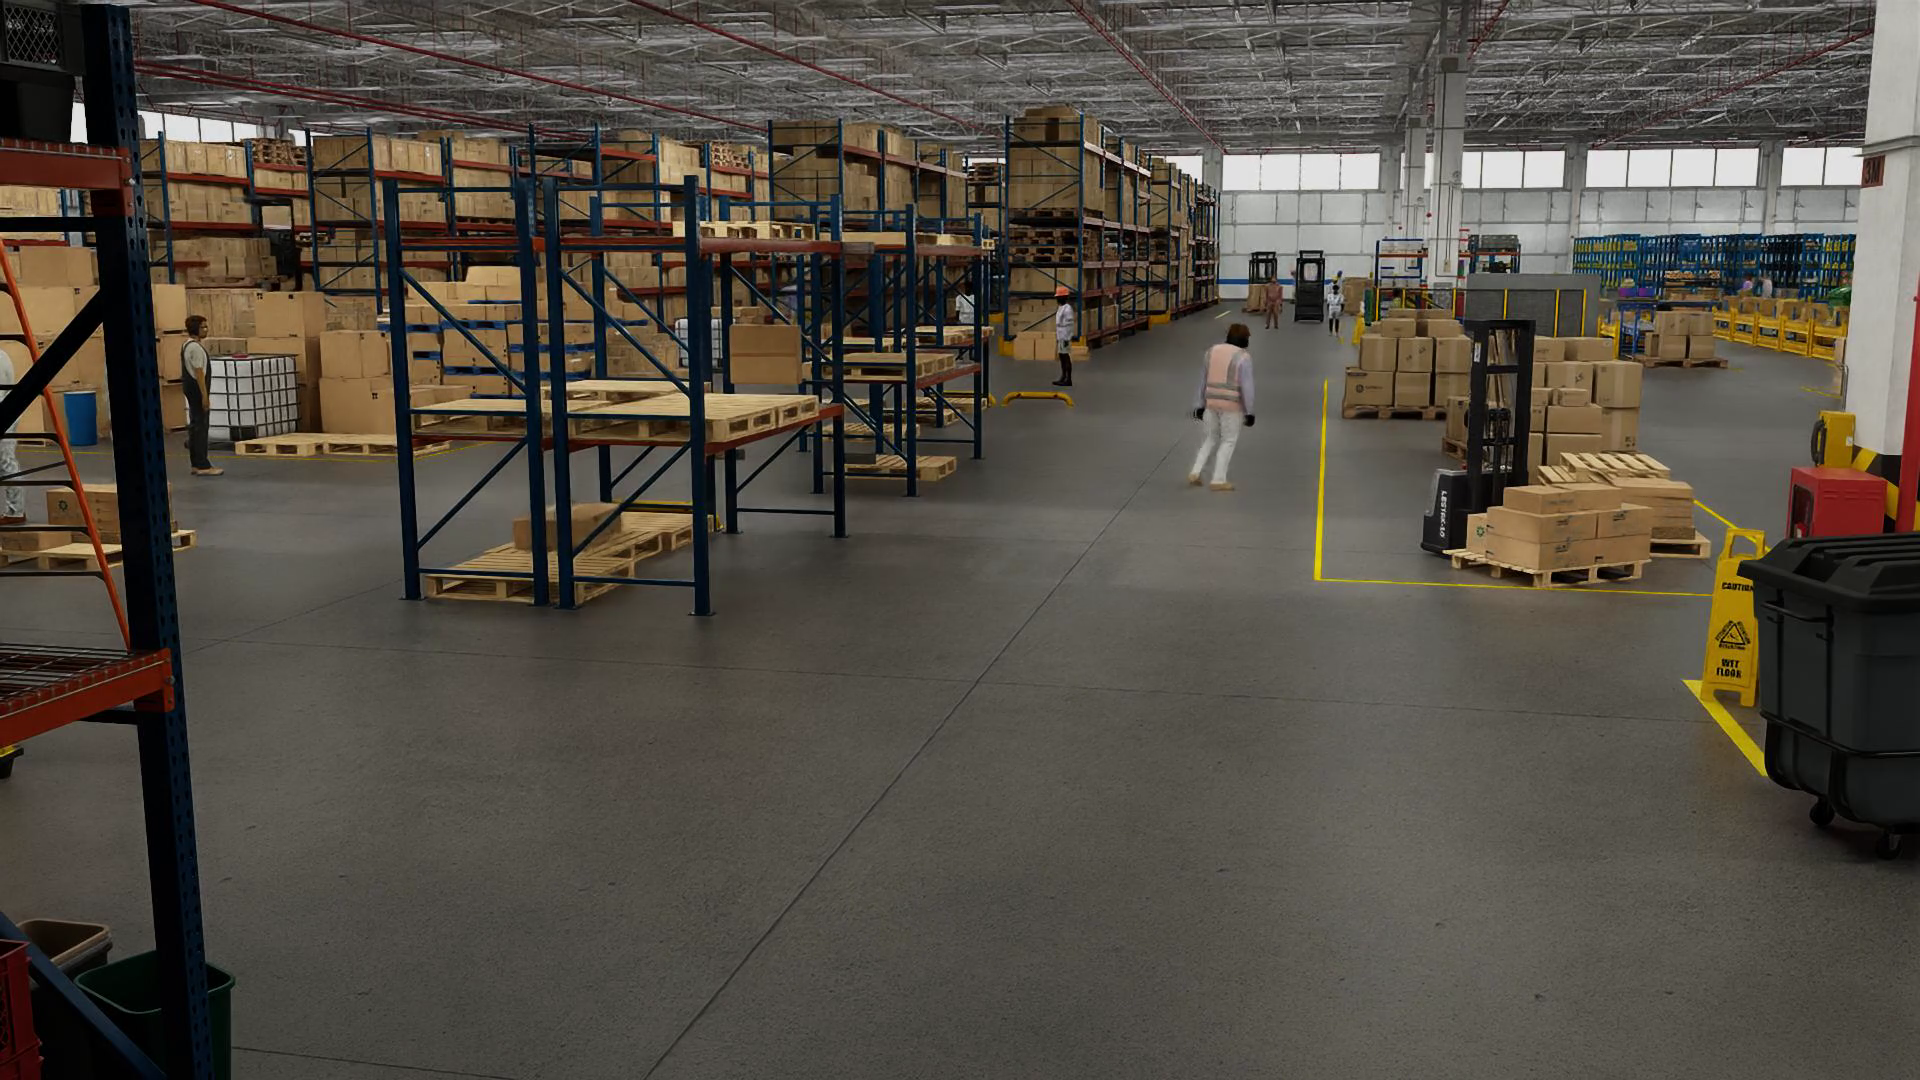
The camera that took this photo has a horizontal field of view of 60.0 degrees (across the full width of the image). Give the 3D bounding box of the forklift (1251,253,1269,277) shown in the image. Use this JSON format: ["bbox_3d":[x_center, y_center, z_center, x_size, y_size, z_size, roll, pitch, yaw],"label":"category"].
[{"bbox_3d":[16.102,-14.044,89.371,1.129,2.768,1.873,2,10,12],"label":"forklift"}]

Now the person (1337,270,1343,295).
[{"bbox_3d":[18.206,-11.993,80.025,0.637,1.938,0.413,-6,11,-30],"label":"person"}]

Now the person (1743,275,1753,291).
[{"bbox_3d":[33.589,-10.385,70.916,0.830,1.826,0.580,0,10,-1],"label":"person"}]

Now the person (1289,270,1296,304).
[{"bbox_3d":[18.715,-14.087,92.512,0.737,1.907,0.577,-1,10,-4],"label":"person"}]

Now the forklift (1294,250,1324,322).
[{"bbox_3d":[13.778,-10.002,65.433,1.129,2.768,1.873,2,10,12],"label":"forklift"}]

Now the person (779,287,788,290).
[{"bbox_3d":[-7.731,-10.796,73.445,0.538,1.753,0.514,4,10,23],"label":"person"}]

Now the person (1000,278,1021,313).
[{"bbox_3d":[1.652,-7.542,53.890,0.667,1.874,0.872,-1,10,-8],"label":"person"}]

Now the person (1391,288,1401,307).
[{"bbox_3d":[12.411,-6.338,47.326,0.375,1.659,0.589,4,10,21],"label":"person"}]

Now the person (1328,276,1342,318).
[{"bbox_3d":[15.783,-10.226,69.977,0.580,1.801,0.909,1,10,8],"label":"person"}]

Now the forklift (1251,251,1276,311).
[{"bbox_3d":[13.932,-11.786,76.001,1.129,2.768,1.873,2,10,12],"label":"forklift"}]

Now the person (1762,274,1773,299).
[{"bbox_3d":[34.480,-10.405,70.850,0.647,1.852,0.997,-9,13,-44],"label":"person"}]

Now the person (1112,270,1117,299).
[{"bbox_3d":[8.140,-13.124,86.874,0.648,1.891,0.536,1,10,4],"label":"person"}]

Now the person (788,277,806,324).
[{"bbox_3d":[-5.238,-7.442,53.134,0.634,1.917,0.690,4,10,23],"label":"person"}]

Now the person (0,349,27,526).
[{"bbox_3d":[-8.919,-1.081,15.437,0.367,1.932,0.623,-6,11,-30],"label":"person"}]

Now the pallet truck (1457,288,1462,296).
[{"bbox_3d":[20.506,-9.785,68.819,0.653,1.274,1.630,2,10,12],"label":"pallet truck"}]

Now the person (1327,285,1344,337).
[{"bbox_3d":[11.935,-7.272,52.934,0.538,1.681,0.774,3,10,16],"label":"person"}]

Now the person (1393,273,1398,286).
[{"bbox_3d":[23.092,-13.291,88.307,0.485,1.734,0.348,-6,11,-32],"label":"person"}]

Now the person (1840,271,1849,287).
[{"bbox_3d":[38.074,-10.616,71.719,0.434,1.980,0.646,5,11,27],"label":"person"}]

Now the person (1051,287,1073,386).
[{"bbox_3d":[1.987,-3.962,32.525,0.434,1.921,0.570,-2,10,-12],"label":"person"}]

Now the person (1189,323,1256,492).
[{"bbox_3d":[2.842,-1.400,17.695,0.481,1.804,0.667,-8,12,-39],"label":"person"}]

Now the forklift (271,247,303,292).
[{"bbox_3d":[-19.758,-7.210,48.899,1.129,2.768,1.873,2,10,12],"label":"forklift"}]

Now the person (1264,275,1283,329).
[{"bbox_3d":[11.189,-8.493,59.375,0.641,1.910,0.401,2,10,13],"label":"person"}]

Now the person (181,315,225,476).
[{"bbox_3d":[-8.697,-1.649,19.031,0.331,1.844,0.521,-7,12,-36],"label":"person"}]

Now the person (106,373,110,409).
[{"bbox_3d":[-8.472,-1.237,17.073,0.490,1.684,0.942,-8,12,-39],"label":"person"}]

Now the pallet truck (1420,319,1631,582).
[{"bbox_3d":[4.543,-0.757,13.299,0.823,1.965,1.885,-4,10,-22],"label":"pallet truck"}]

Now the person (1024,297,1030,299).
[{"bbox_3d":[2.803,-9.512,65.679,0.576,1.820,0.766,1,10,6],"label":"person"}]

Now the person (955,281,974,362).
[{"bbox_3d":[0.186,-5.292,40.271,0.602,1.958,0.381,-3,10,-19],"label":"person"}]
